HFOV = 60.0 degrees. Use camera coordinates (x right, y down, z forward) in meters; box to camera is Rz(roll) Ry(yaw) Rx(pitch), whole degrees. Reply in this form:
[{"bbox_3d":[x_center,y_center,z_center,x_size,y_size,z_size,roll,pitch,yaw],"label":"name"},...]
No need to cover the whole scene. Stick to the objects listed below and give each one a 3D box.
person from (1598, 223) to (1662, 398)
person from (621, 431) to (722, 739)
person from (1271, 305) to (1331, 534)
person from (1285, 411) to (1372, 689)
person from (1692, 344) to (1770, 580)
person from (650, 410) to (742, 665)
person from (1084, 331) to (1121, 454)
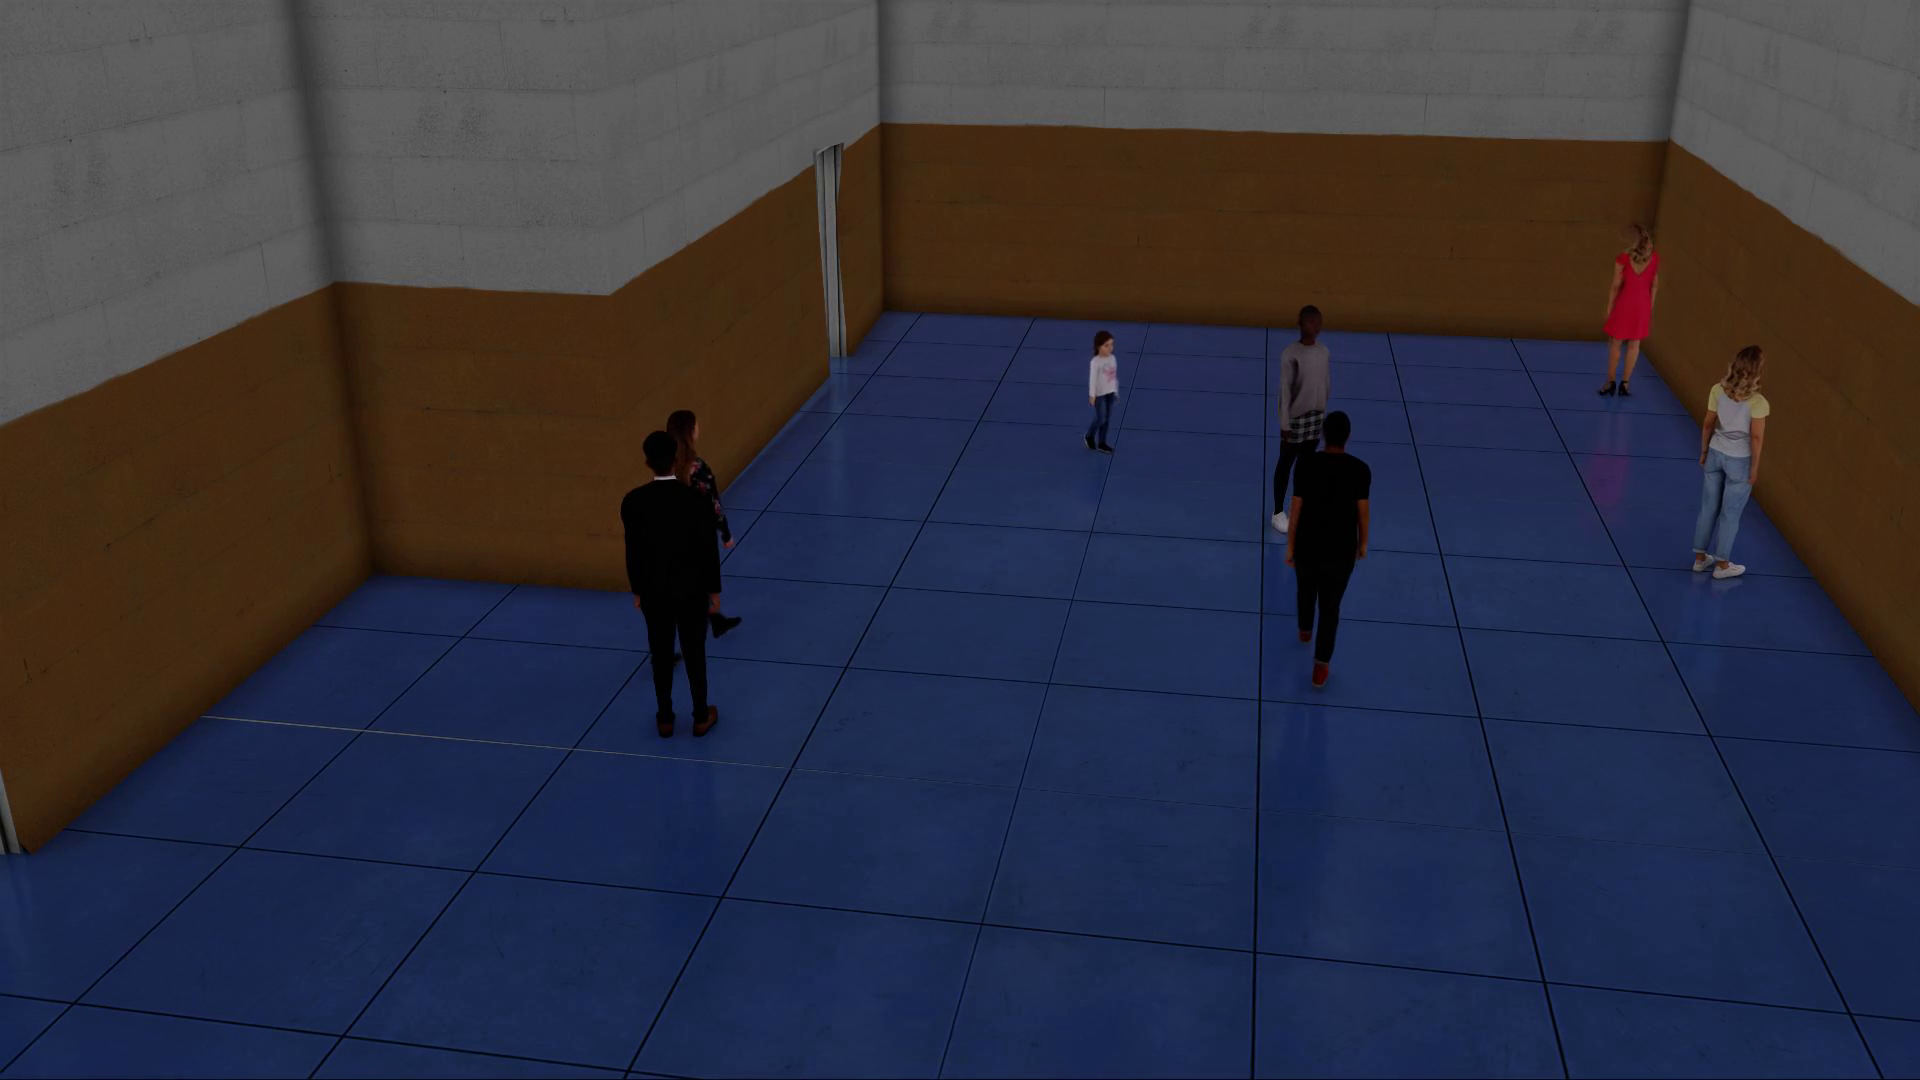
[{"bbox_3d":[6.539,-2.236,16.177,0.495,1.710,0.663,9,23,21],"label":"person"},{"bbox_3d":[-1.677,0.271,9.708,0.575,1.880,0.802,-1,22,-2],"label":"person"},{"bbox_3d":[2.638,-0.950,12.889,0.678,1.774,0.756,-12,25,-28],"label":"person"},{"bbox_3d":[2.276,0.091,10.372,1.055,1.720,0.792,6,23,15],"label":"person"},{"bbox_3d":[5.547,-0.567,11.985,0.751,1.722,0.708,-12,25,-28],"label":"person"},{"bbox_3d":[-1.789,0.025,10.639,1.069,1.643,1.023,19,29,40],"label":"person"},{"bbox_3d":[1.236,-1.323,14.717,0.549,1.104,0.608,-17,28,-36],"label":"person"}]
